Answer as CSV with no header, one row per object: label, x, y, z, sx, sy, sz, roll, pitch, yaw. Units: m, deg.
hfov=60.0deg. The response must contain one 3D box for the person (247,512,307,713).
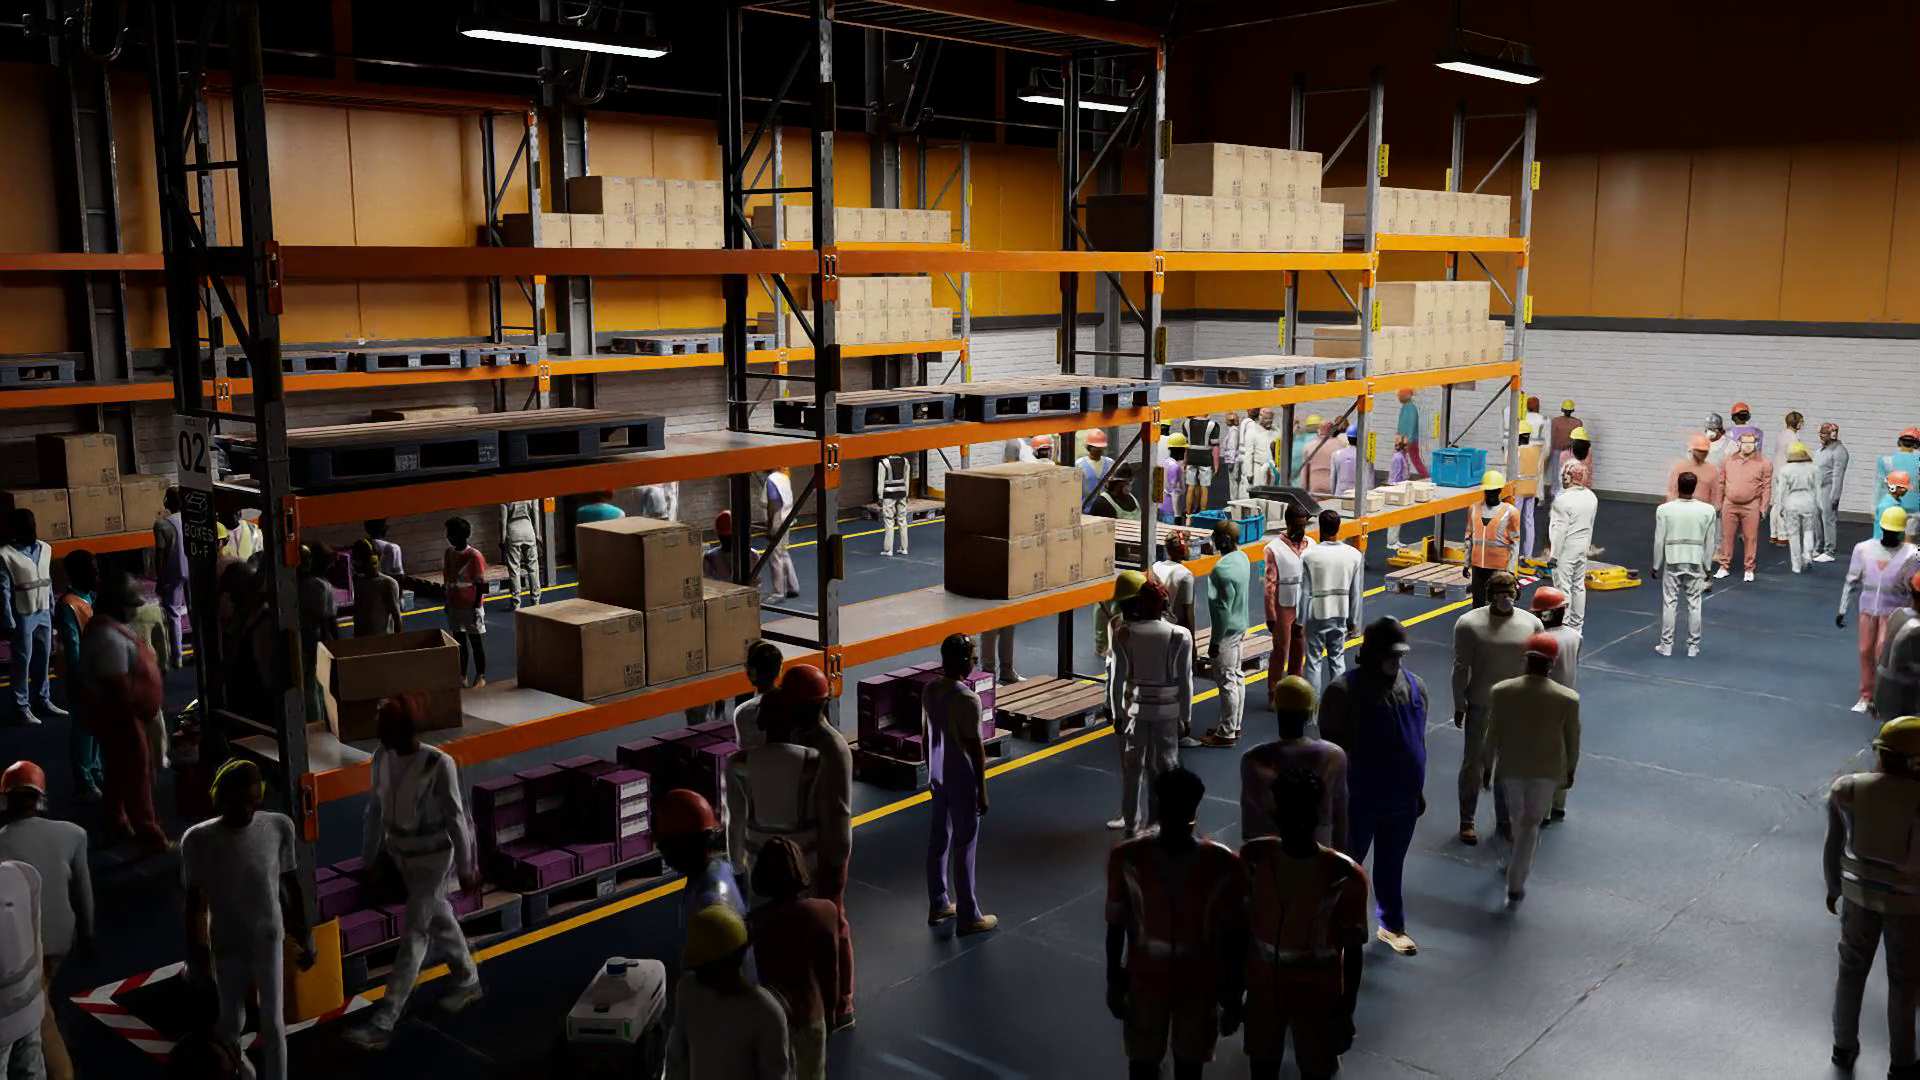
person,-5.957,0.680,14.557,0.387,1.930,0.544,9,13,44

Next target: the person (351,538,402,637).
person,-4.726,0.903,13.424,0.517,1.865,0.328,5,11,28

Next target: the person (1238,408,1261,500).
person,4.581,-1.265,26.301,0.337,1.882,0.585,-1,10,-4

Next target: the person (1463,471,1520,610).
person,5.467,0.240,17.195,0.376,1.924,0.595,-9,13,-42

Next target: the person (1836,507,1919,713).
person,8.237,0.636,14.906,0.425,1.901,0.647,-8,12,-40

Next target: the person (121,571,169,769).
person,-6.566,1.049,13.253,0.340,1.625,0.591,7,12,35

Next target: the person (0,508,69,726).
person,-8.223,0.665,14.681,0.377,1.917,0.599,2,10,13

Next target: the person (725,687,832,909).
person,-0.928,1.693,8.669,0.577,1.882,0.353,1,10,5

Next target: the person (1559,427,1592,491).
person,8.665,-0.715,23.403,0.519,1.760,0.330,-3,10,-17

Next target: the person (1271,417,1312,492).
person,4.759,-0.858,24.024,0.993,1.841,0.625,-8,12,-38

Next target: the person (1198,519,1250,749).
person,2.226,0.778,13.945,0.372,1.940,0.632,4,10,22

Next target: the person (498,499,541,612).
person,-5.144,-0.031,19.381,0.484,1.735,0.309,-6,11,-33

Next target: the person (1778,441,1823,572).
person,11.021,-0.432,21.835,0.556,1.703,0.414,3,10,17

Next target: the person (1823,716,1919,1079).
person,4.640,1.776,8.318,0.403,1.826,0.593,-9,13,-42

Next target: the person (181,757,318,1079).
person,-3.347,1.862,7.808,0.590,1.839,0.774,-6,11,-30

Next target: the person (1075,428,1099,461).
person,1.994,-1.303,26.901,0.525,1.762,0.339,-1,10,-3

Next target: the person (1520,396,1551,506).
person,9.498,-1.464,27.574,0.604,1.851,0.703,5,11,27

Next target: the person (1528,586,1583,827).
person,4.239,1.196,12.022,0.559,1.744,0.333,-8,13,-41

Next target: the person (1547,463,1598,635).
person,6.569,0.117,17.983,0.651,1.907,0.409,-7,12,-36

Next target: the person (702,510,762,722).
person,-1.992,0.691,14.512,0.542,1.927,0.386,-2,10,-12

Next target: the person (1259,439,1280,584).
person,3.991,-0.367,21.054,0.344,1.847,0.505,9,13,43

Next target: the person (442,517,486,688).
person,-4.673,0.614,15.655,0.532,1.693,0.319,7,12,35

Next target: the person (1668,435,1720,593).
person,9.077,-0.339,20.628,0.619,1.944,1.016,1,10,9

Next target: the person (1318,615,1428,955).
person,2.457,1.439,9.691,0.683,2.000,0.538,-3,10,-18

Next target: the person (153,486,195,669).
person,-7.806,0.374,16.677,0.349,1.836,0.517,8,12,39

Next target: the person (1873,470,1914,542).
person,10.501,0.072,18.759,0.351,1.738,0.575,8,13,41

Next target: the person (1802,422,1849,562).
person,11.762,-0.651,22.612,0.402,1.900,0.641,0,10,3

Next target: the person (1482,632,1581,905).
person,3.707,1.433,10.759,0.561,1.683,0.976,6,11,34

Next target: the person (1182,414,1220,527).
person,3.682,-1.189,25.424,0.611,2.032,0.411,5,11,28

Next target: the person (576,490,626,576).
person,-3.766,0.238,17.626,0.579,1.793,1.002,4,10,25

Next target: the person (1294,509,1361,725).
person,3.226,0.683,14.613,0.599,1.909,0.401,-3,10,-18

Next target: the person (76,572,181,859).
person,-5.735,1.144,11.456,0.625,2.000,0.715,-6,11,-30

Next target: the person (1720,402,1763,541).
person,11.357,-0.995,24.284,0.605,2.029,0.427,2,10,11

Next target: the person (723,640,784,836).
person,-1.135,1.511,9.776,0.321,1.872,0.537,9,13,44

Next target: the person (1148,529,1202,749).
person,1.775,0.823,13.945,0.388,1.847,0.564,-5,11,-28

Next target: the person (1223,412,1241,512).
person,4.433,-1.267,27.055,0.310,1.636,0.522,1,10,6

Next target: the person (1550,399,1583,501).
person,10.248,-1.513,28.168,0.525,1.761,0.343,4,10,23

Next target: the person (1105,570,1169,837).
person,1.250,1.152,11.800,0.406,1.915,0.589,-9,13,-42

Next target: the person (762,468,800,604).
person,-2.147,-0.148,19.881,0.385,1.810,0.670,1,10,9

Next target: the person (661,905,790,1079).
person,-0.844,2.168,6.273,0.517,1.722,0.861,7,12,37

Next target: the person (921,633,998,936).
person,-0.019,1.472,10.094,0.346,1.843,0.506,-9,13,-43

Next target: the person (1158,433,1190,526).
person,2.689,-0.391,20.952,0.371,1.929,0.585,-1,10,-6

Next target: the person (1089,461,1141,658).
person,1.668,0.187,17.169,0.535,2.000,0.684,9,13,43
